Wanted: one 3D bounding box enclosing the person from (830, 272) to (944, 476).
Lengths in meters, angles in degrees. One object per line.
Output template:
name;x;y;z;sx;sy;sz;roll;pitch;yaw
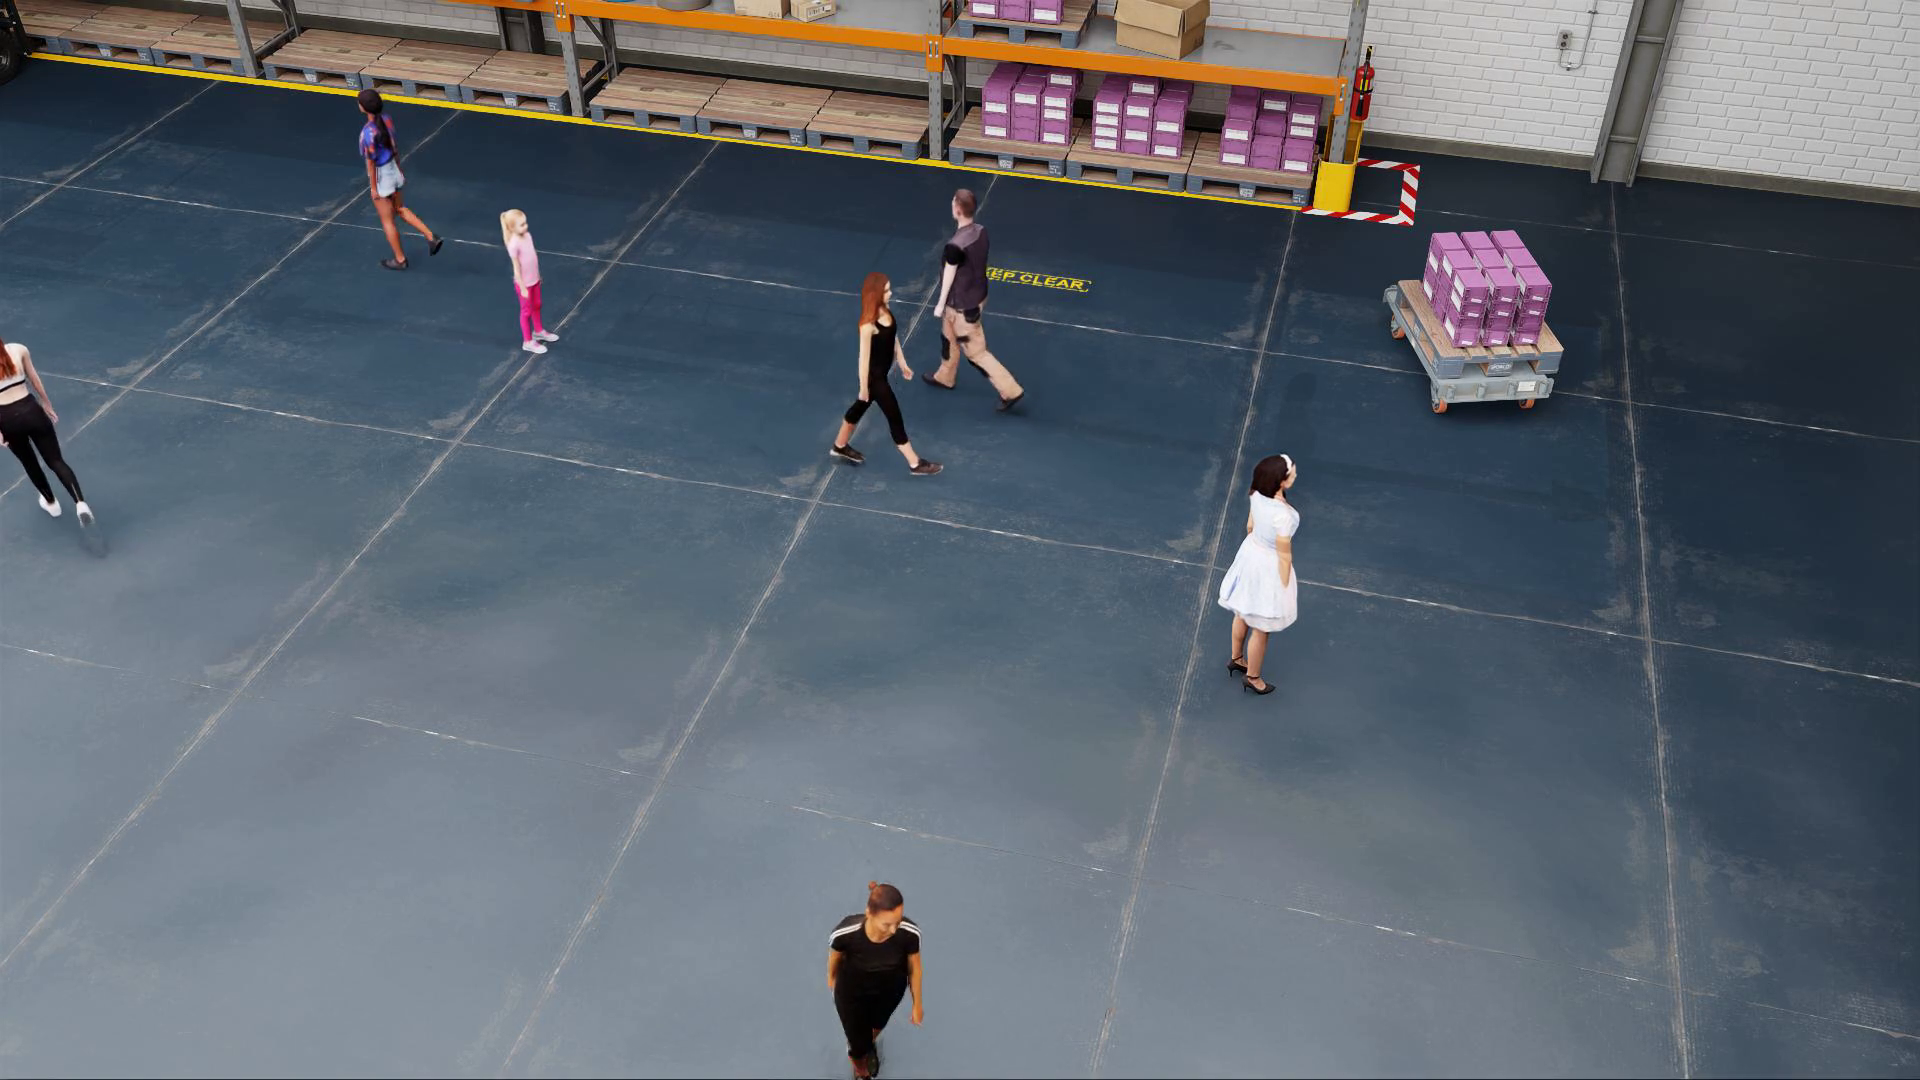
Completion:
person;-0.702;-1.229;12.393;1.138;1.680;0.583;9;39;11

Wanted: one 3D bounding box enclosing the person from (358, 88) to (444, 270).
person;-5.020;-3.175;14.787;0.830;1.732;0.600;8;39;10

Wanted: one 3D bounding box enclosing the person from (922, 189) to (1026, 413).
person;0.133;-1.839;13.062;1.215;1.797;0.769;14;41;17

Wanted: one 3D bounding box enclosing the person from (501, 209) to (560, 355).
person;-3.637;-2.187;13.919;0.505;1.272;0.495;12;40;14

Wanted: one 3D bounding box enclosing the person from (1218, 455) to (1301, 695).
person;1.908;0.220;10.467;0.905;1.818;0.854;-13;41;-16

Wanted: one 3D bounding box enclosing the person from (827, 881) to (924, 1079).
person;-0.466;2.149;8.203;0.766;1.628;0.810;0;39;-1

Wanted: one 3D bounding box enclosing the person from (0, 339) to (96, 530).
person;-6.603;-0.785;11.803;1.139;1.720;0.915;30;48;32
